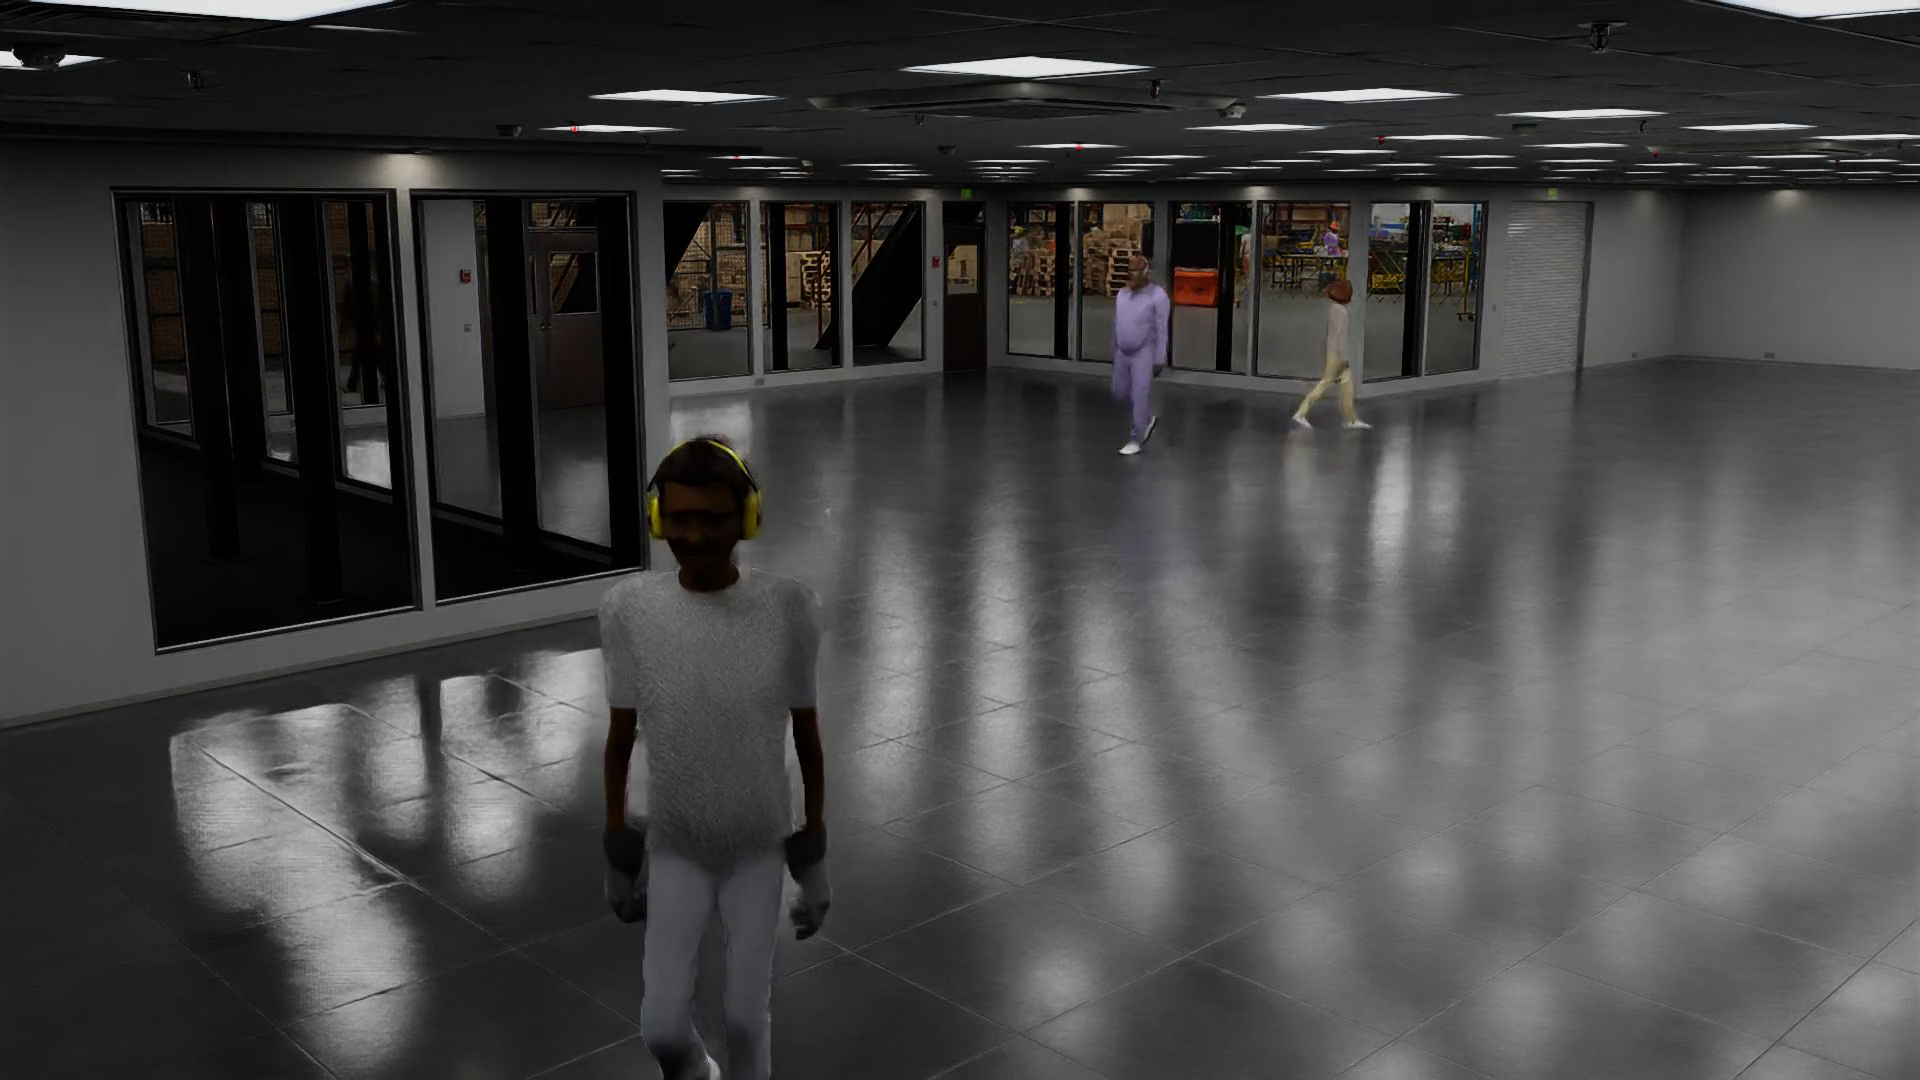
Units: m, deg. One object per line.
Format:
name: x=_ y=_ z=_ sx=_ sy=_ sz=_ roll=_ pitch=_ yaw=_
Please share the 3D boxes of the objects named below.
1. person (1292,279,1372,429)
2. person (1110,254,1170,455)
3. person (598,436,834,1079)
person: x=3.929 y=-1.956 z=17.538 sx=0.824 sy=1.597 sz=0.513 roll=1 pitch=11 yaw=7
person: x=1.707 y=-1.760 z=15.806 sx=0.538 sy=1.891 sz=0.665 roll=-10 pitch=15 yaw=-41
person: x=-0.536 y=0.681 z=3.712 sx=0.512 sy=1.856 sz=0.450 roll=-1 pitch=11 yaw=-4
